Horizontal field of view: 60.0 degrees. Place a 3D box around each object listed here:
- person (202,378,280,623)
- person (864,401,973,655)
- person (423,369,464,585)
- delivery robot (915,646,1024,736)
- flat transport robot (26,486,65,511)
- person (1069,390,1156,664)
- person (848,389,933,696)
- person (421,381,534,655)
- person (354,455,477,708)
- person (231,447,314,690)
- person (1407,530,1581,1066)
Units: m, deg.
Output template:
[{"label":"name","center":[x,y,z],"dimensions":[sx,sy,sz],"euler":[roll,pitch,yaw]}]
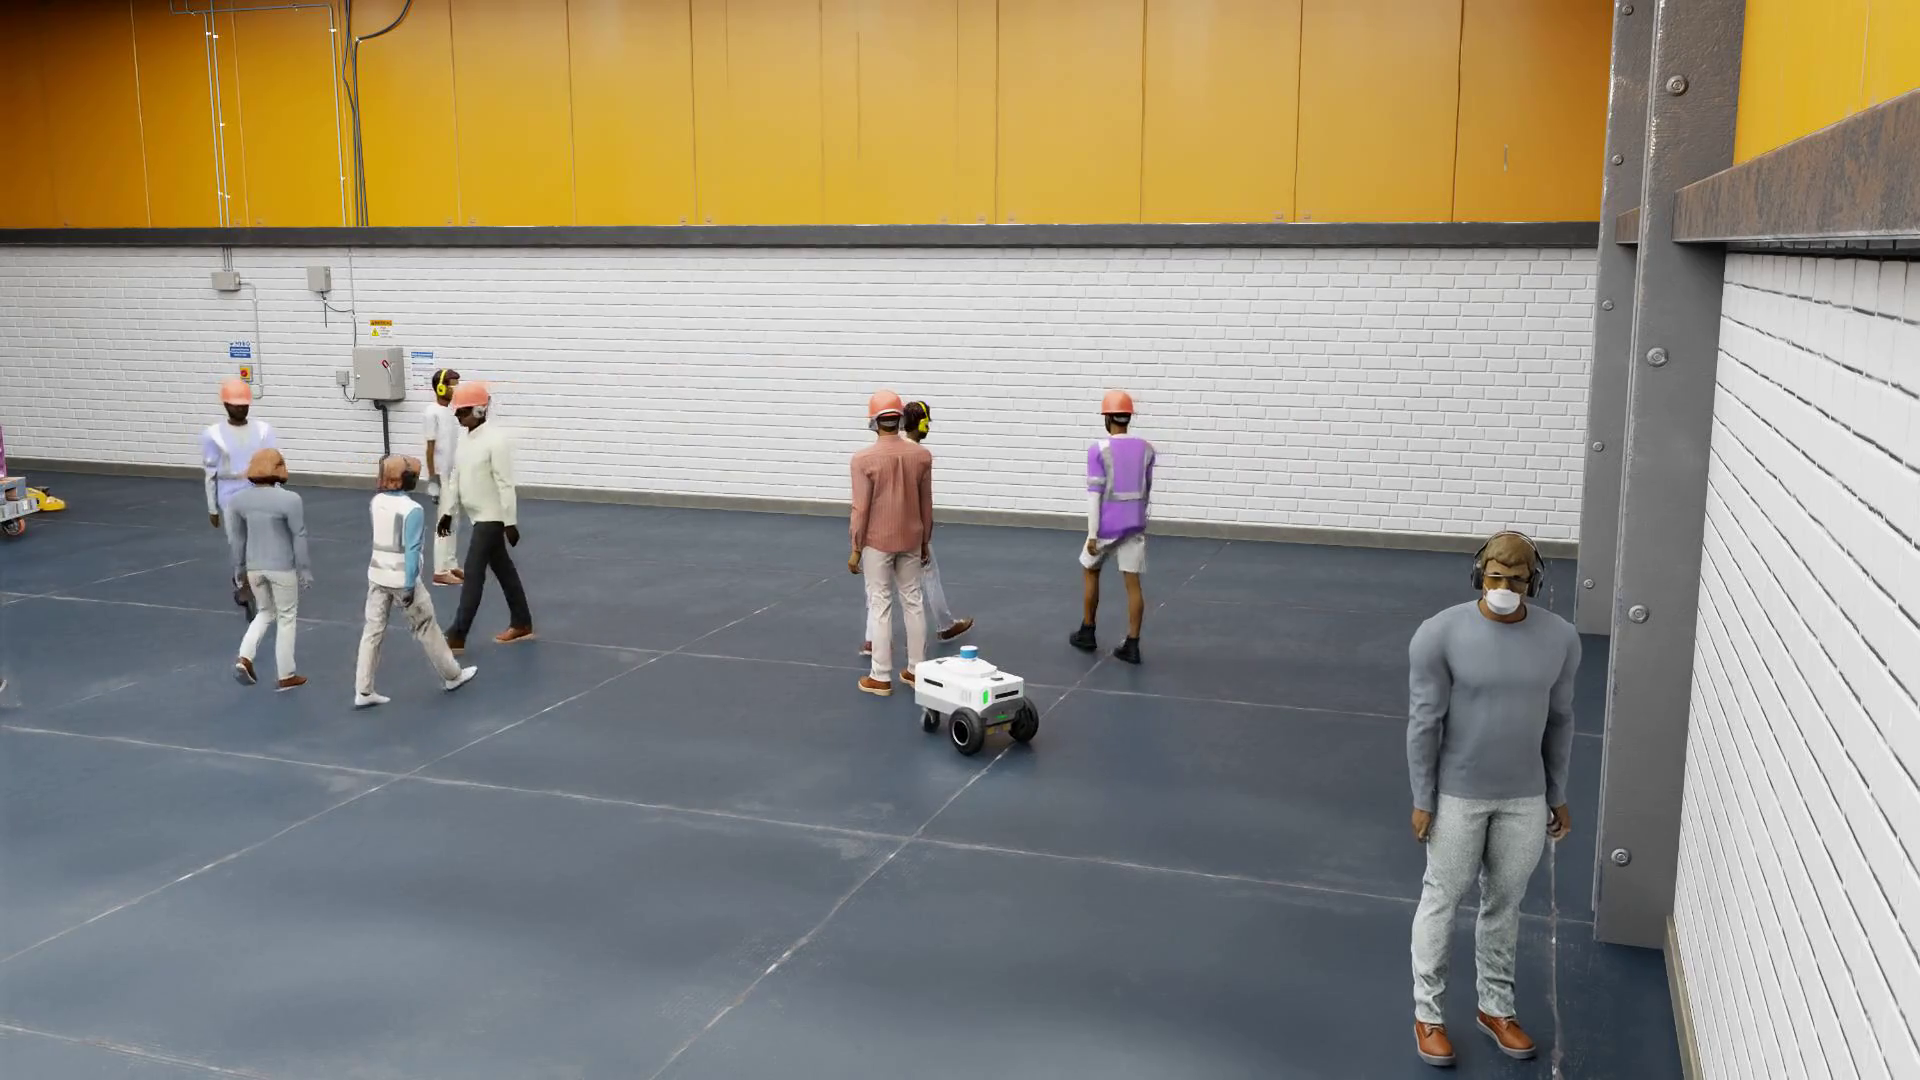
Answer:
[{"label":"person","center":[-5.677,-0.338,13.142],"dimensions":[0.539,1.907,0.893],"euler":[-8,13,-39]},{"label":"person","center":[-0.357,-0.095,12.030],"dimensions":[0.548,1.803,0.987],"euler":[9,14,43]},{"label":"person","center":[-4.435,-0.548,14.424],"dimensions":[0.355,1.859,0.585],"euler":[1,10,5]},{"label":"delivery robot","center":[0.048,0.871,9.837],"dimensions":[0.477,0.478,0.707],"euler":[-8,13,-39]},{"label":"flat transport robot","center":[-10.593,-0.397,18.037],"dimensions":[1.431,0.197,0.652],"euler":[-9,14,-42]},{"label":"person","center":[1.081,-0.115,11.828],"dimensions":[0.553,1.899,0.836],"euler":[-4,11,-22]},{"label":"person","center":[-0.461,0.014,10.875],"dimensions":[0.618,1.990,0.394],"euler":[-7,12,-33]},{"label":"person","center":[-3.538,-0.158,11.970],"dimensions":[0.995,1.942,0.628],"euler":[-8,13,-37]},{"label":"person","center":[-3.558,0.252,10.658],"dimensions":[0.523,1.591,0.848],"euler":[7,12,33]},{"label":"person","center":[-4.525,0.207,10.855],"dimensions":[0.513,1.618,0.439],"euler":[3,10,14]},{"label":"person","center":[1.900,0.915,5.962],"dimensions":[0.629,1.937,0.379],"euler":[-1,10,-7]}]
